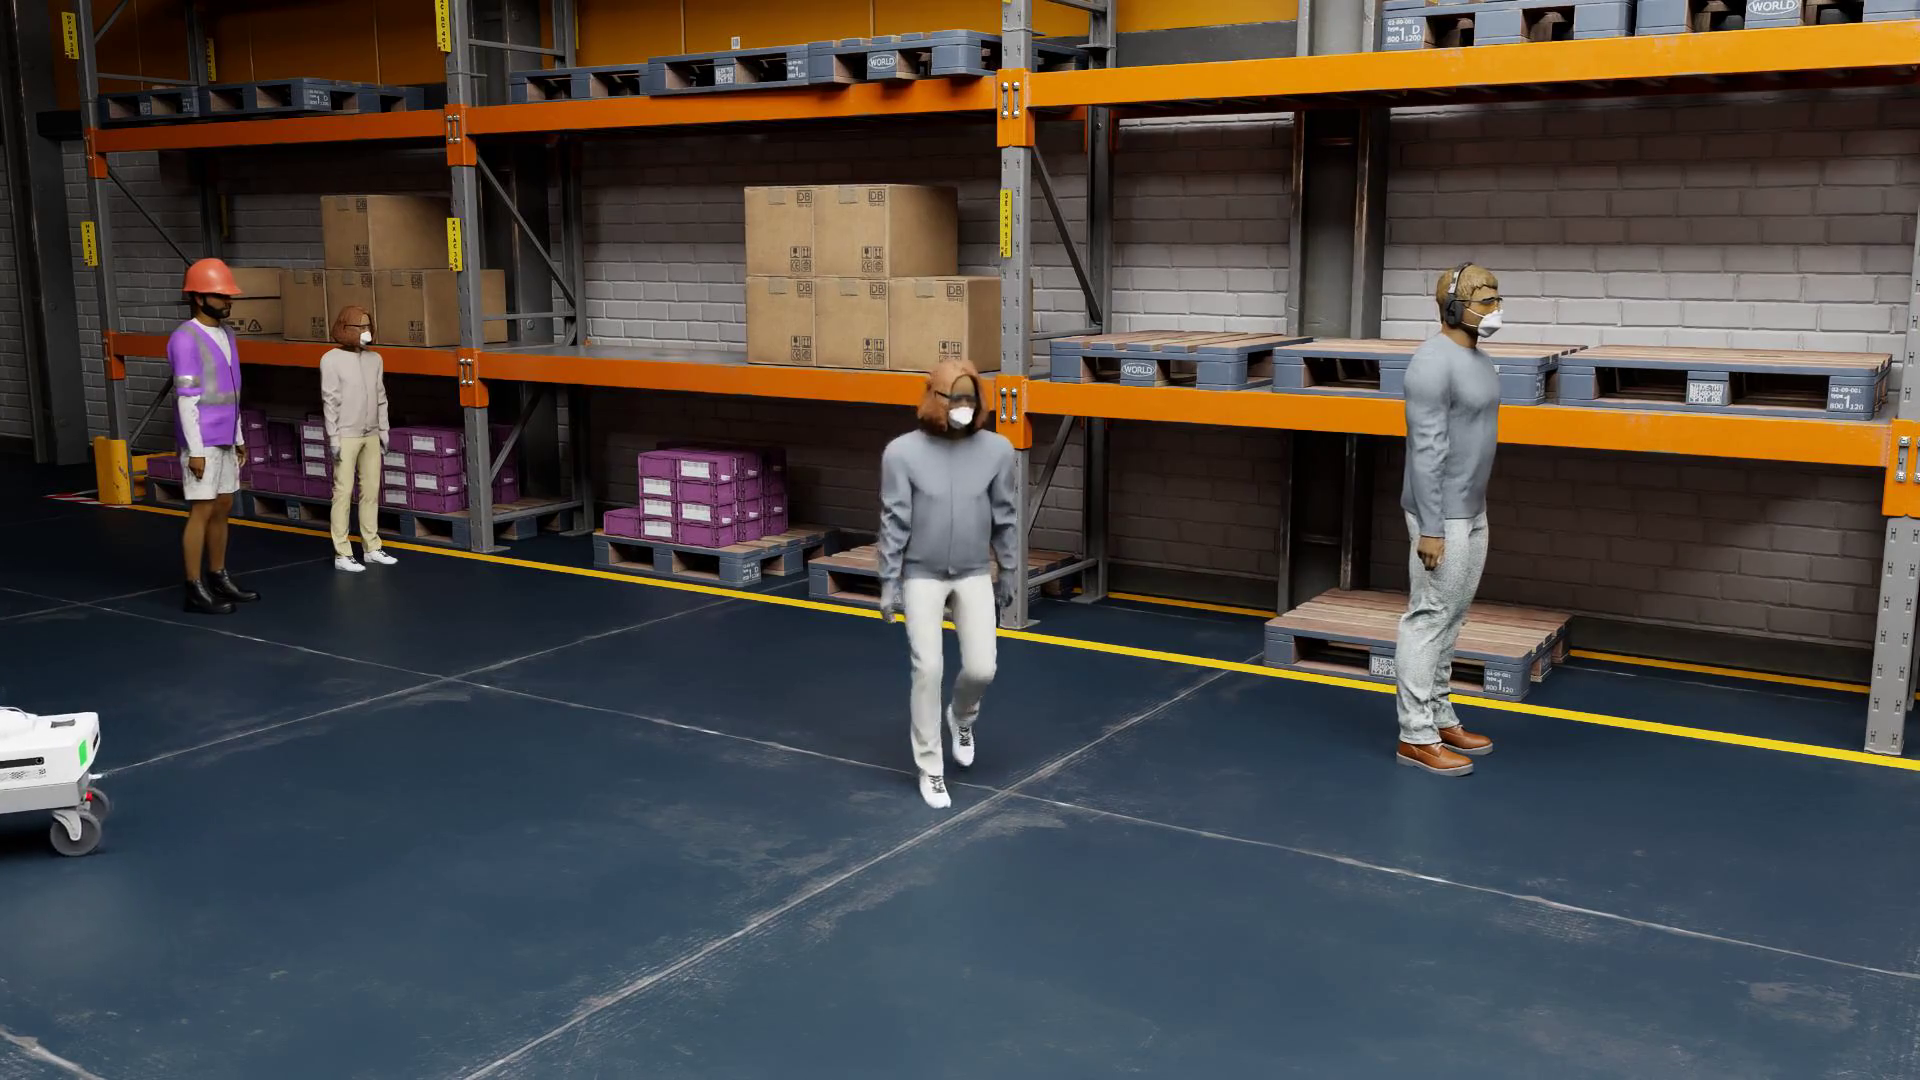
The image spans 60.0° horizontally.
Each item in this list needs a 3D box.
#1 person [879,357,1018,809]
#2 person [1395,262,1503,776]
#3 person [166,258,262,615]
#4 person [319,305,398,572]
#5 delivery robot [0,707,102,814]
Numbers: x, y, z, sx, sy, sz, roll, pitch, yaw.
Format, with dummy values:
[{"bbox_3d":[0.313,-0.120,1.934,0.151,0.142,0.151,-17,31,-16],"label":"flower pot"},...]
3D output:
[{"bbox_3d":[-0.048,0.142,6.018,0.523,1.618,0.421,-2,10,-12],"label":"person"},{"bbox_3d":[1.886,-0.085,6.383,0.364,1.939,0.636,7,12,32],"label":"person"},{"bbox_3d":[-4.047,-0.560,9.067,0.414,1.929,0.548,1,10,4],"label":"person"},{"bbox_3d":[-3.710,-0.624,10.243,0.277,1.629,0.498,5,11,25],"label":"person"},{"bbox_3d":[-3.219,0.728,5.455,0.707,0.478,0.477,-4,11,-22],"label":"delivery robot"}]
